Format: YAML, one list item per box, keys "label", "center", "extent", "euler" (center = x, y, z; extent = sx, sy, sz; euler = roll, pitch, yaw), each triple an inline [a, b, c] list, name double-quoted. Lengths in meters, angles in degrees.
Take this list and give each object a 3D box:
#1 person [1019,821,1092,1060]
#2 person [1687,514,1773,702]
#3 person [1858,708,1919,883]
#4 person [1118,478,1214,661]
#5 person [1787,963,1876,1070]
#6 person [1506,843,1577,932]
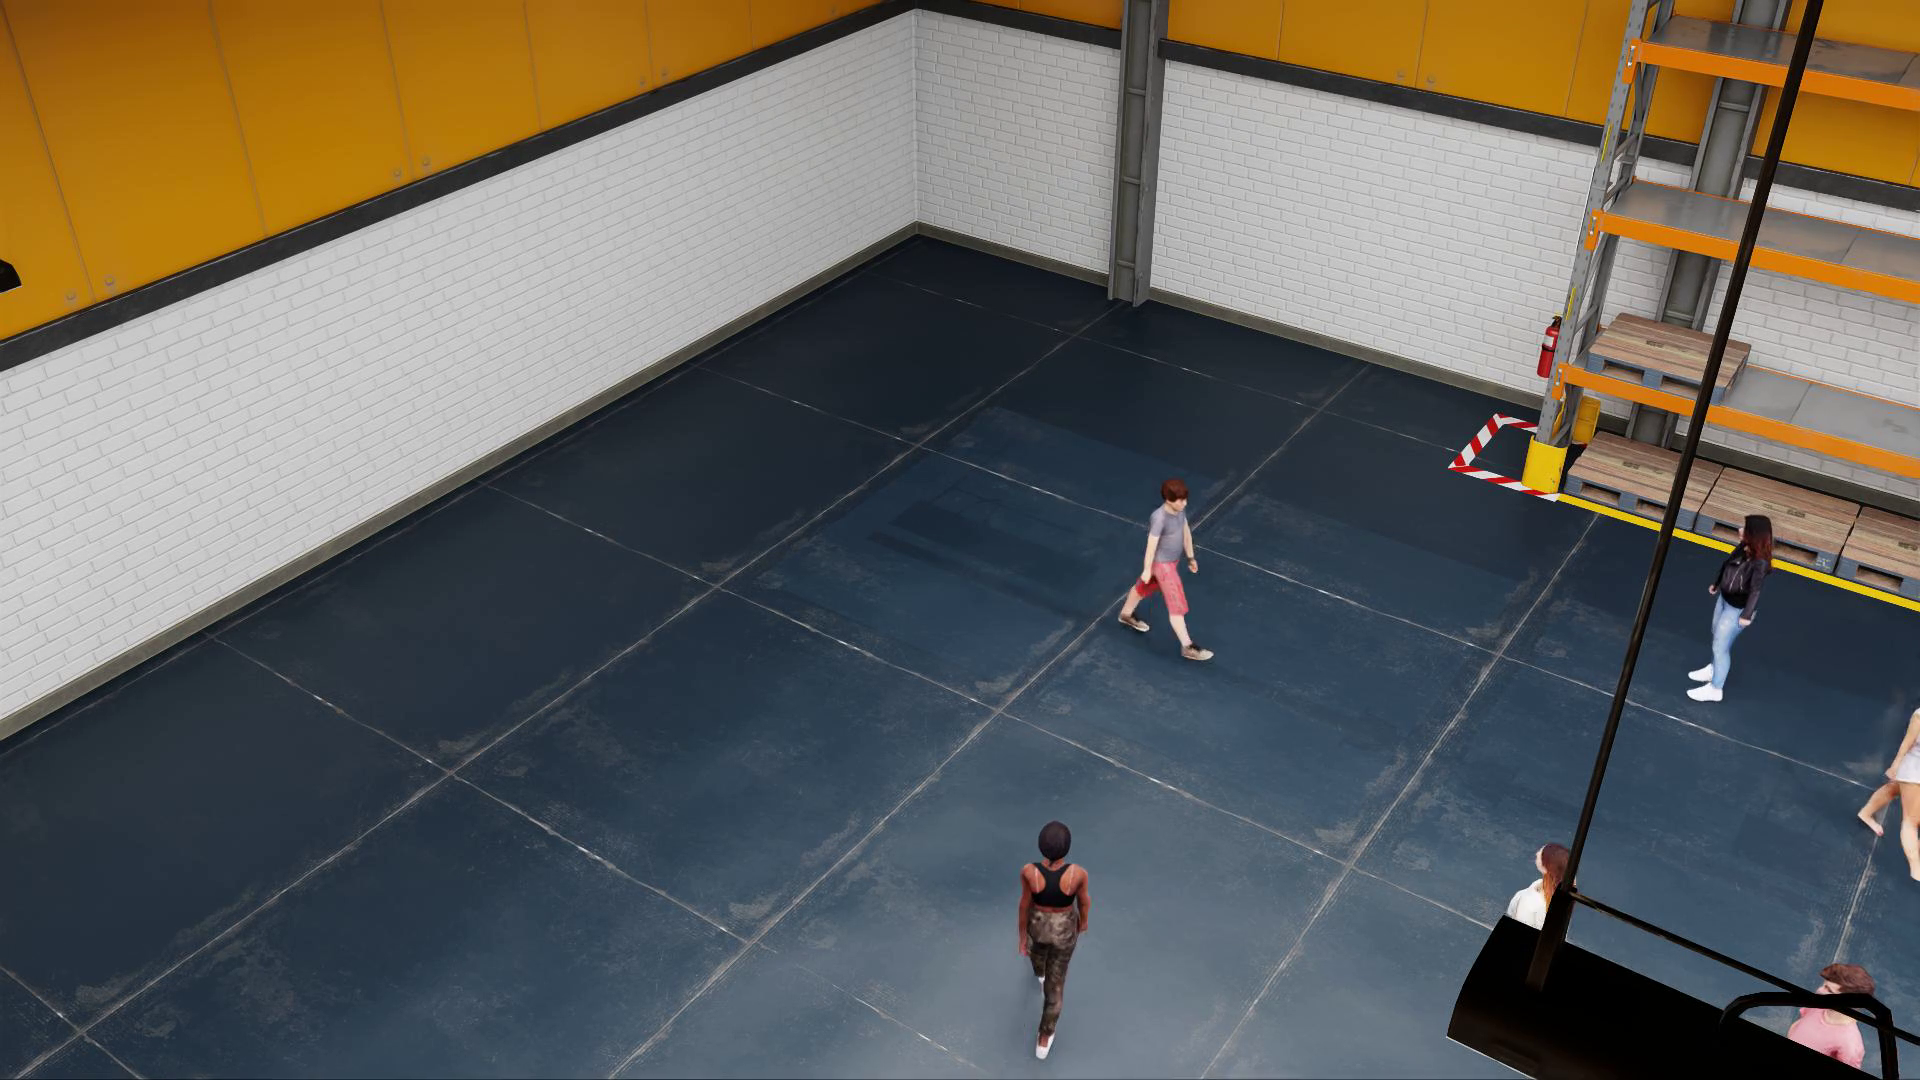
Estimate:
- label: "person"
  center: [0.544, 2.458, 10.078]
  extent: [1.060, 1.663, 0.912]
  euler: [7, 34, 11]
- label: "person"
  center: [6.114, 0.503, 13.047]
  extent: [0.756, 1.631, 0.764]
  euler: [4, 34, 7]
- label: "person"
  center: [6.624, 1.517, 11.582]
  extent: [0.975, 1.566, 1.114]
  euler: [-10, 35, -15]
- label: "person"
  center: [1.594, 0.172, 13.579]
  extent: [1.147, 1.594, 0.562]
  euler: [21, 39, 28]
- label: "person"
  center: [4.577, 3.003, 8.992]
  extent: [0.736, 1.957, 0.715]
  euler: [0, 34, -1]
- label: "person"
  center: [3.513, 2.516, 9.987]
  extent: [0.919, 1.667, 1.104]
  euler: [-16, 37, -23]
